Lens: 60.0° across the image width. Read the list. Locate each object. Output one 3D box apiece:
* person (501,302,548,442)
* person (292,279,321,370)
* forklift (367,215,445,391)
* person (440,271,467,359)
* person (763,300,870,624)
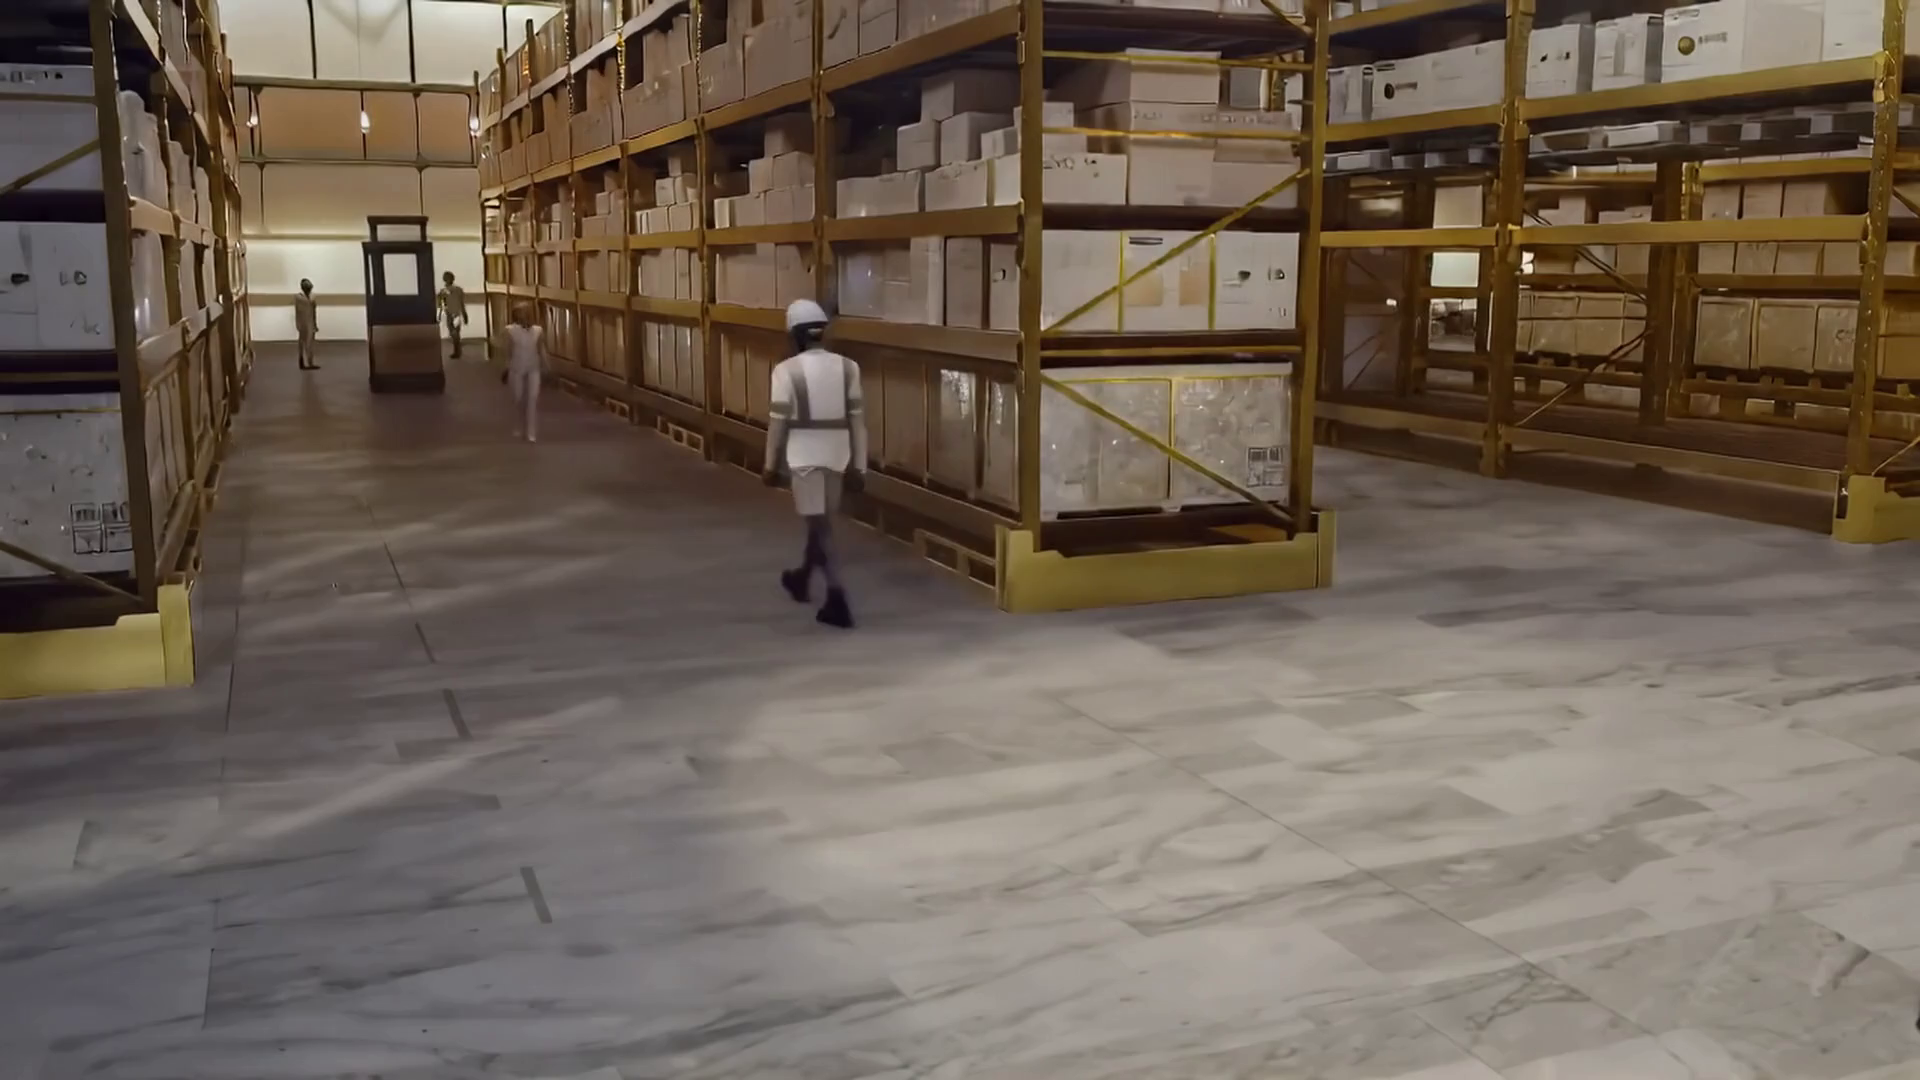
[{"bbox_3d":[-5.063,-1.960,19.339,0.535,1.616,0.440,-3,10,-20],"label":"person"},{"bbox_3d":[-12.679,-4.186,32.309,0.331,1.749,0.561,3,10,18],"label":"person"},{"bbox_3d":[-9.087,-3.879,27.098,1.129,2.768,1.873,-4,10,-22],"label":"forklift"},{"bbox_3d":[-10.891,-4.842,35.876,0.570,1.889,0.817,1,10,8],"label":"person"},{"bbox_3d":[-0.866,-0.473,9.785,0.568,1.856,1.088,-6,11,-31],"label":"person"}]
